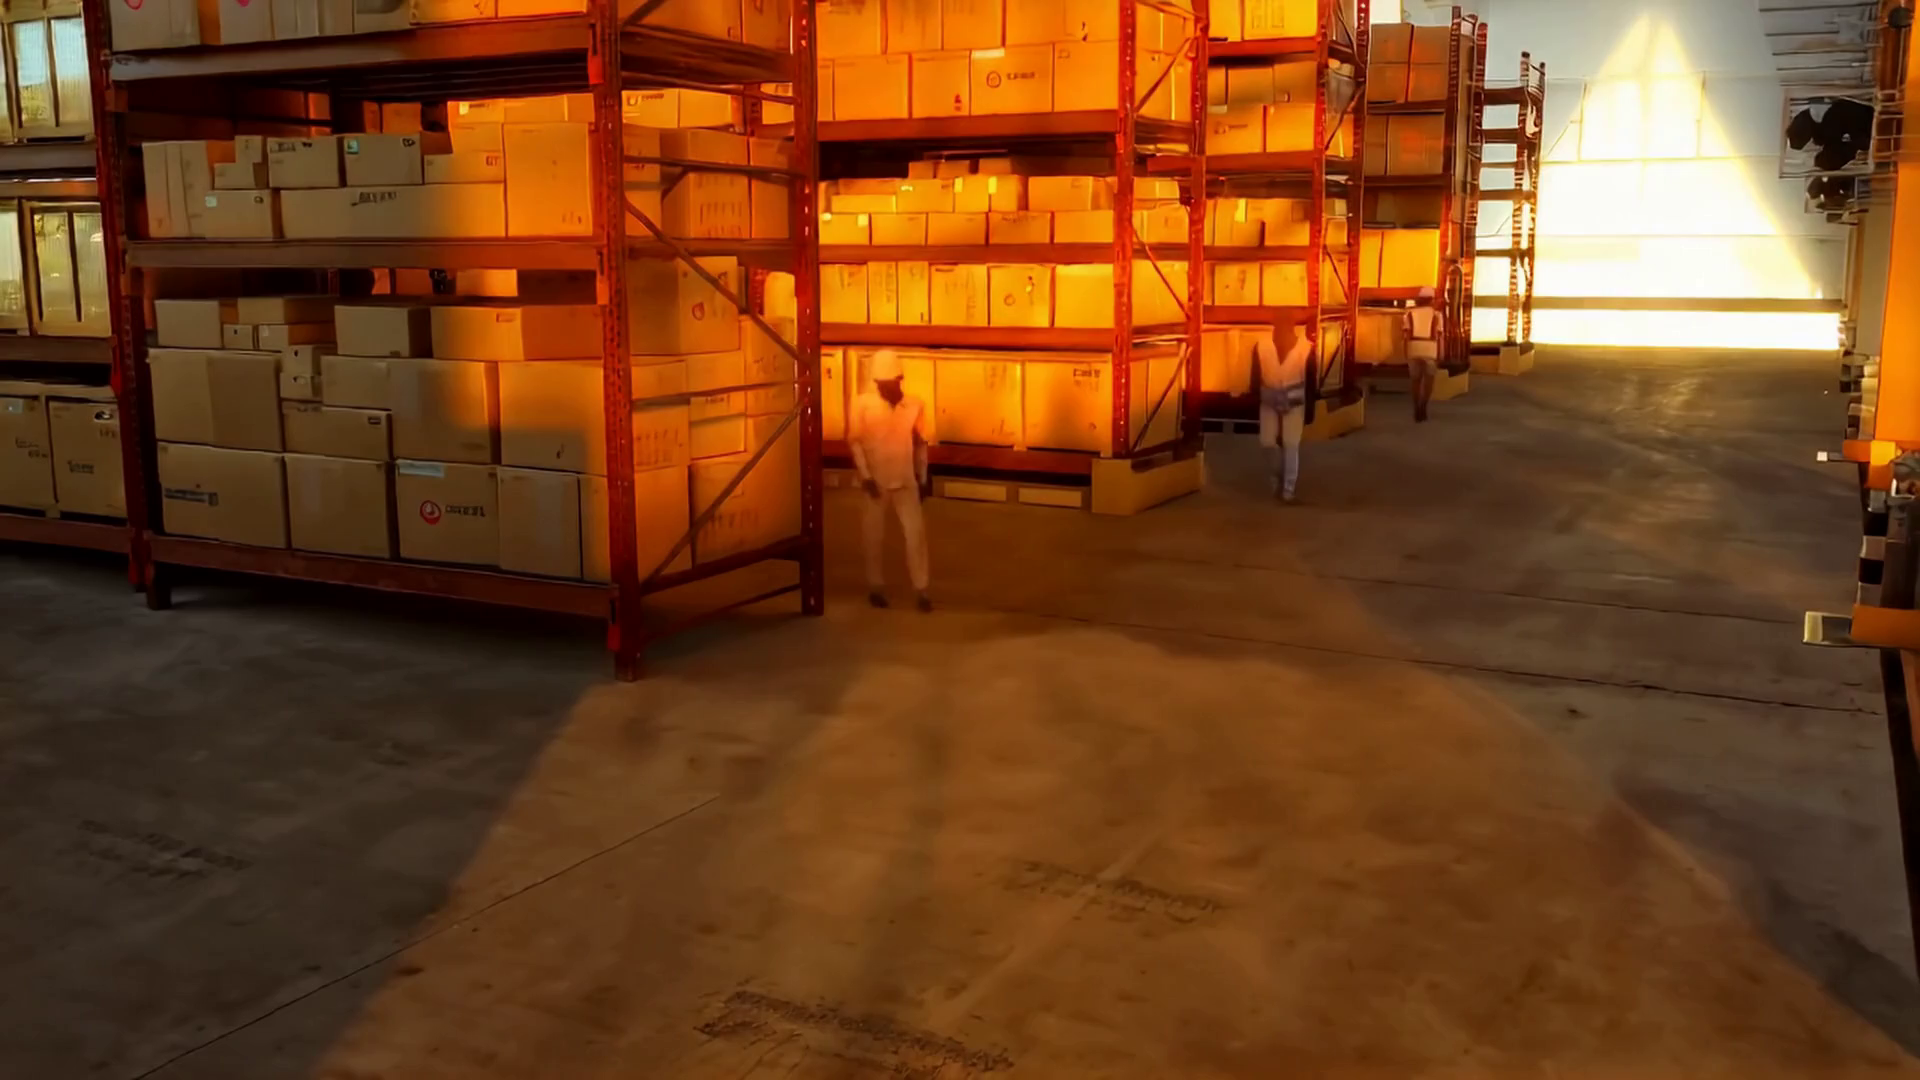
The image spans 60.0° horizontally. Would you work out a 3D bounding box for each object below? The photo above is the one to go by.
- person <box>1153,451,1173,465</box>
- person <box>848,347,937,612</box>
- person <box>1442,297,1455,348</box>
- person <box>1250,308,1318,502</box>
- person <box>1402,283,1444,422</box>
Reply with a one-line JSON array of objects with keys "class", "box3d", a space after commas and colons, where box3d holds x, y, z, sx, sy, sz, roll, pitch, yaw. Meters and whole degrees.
[{"class": "person", "box3d": [1.823, -1.648, 17.533, 1.050, 1.945, 0.615, 3, 10, 15]}, {"class": "person", "box3d": [-0.434, -0.382, 10.812, 0.573, 1.719, 0.489, -4, 11, -21]}, {"class": "person", "box3d": [8.631, -3.561, 29.524, 0.411, 1.648, 0.527, -5, 11, -25]}, {"class": "person", "box3d": [3.075, -1.290, 15.779, 0.642, 1.821, 0.561, 3, 10, 19]}, {"class": "person", "box3d": [6.343, -2.563, 22.837, 0.561, 1.927, 0.522, 4, 11, 24]}]
